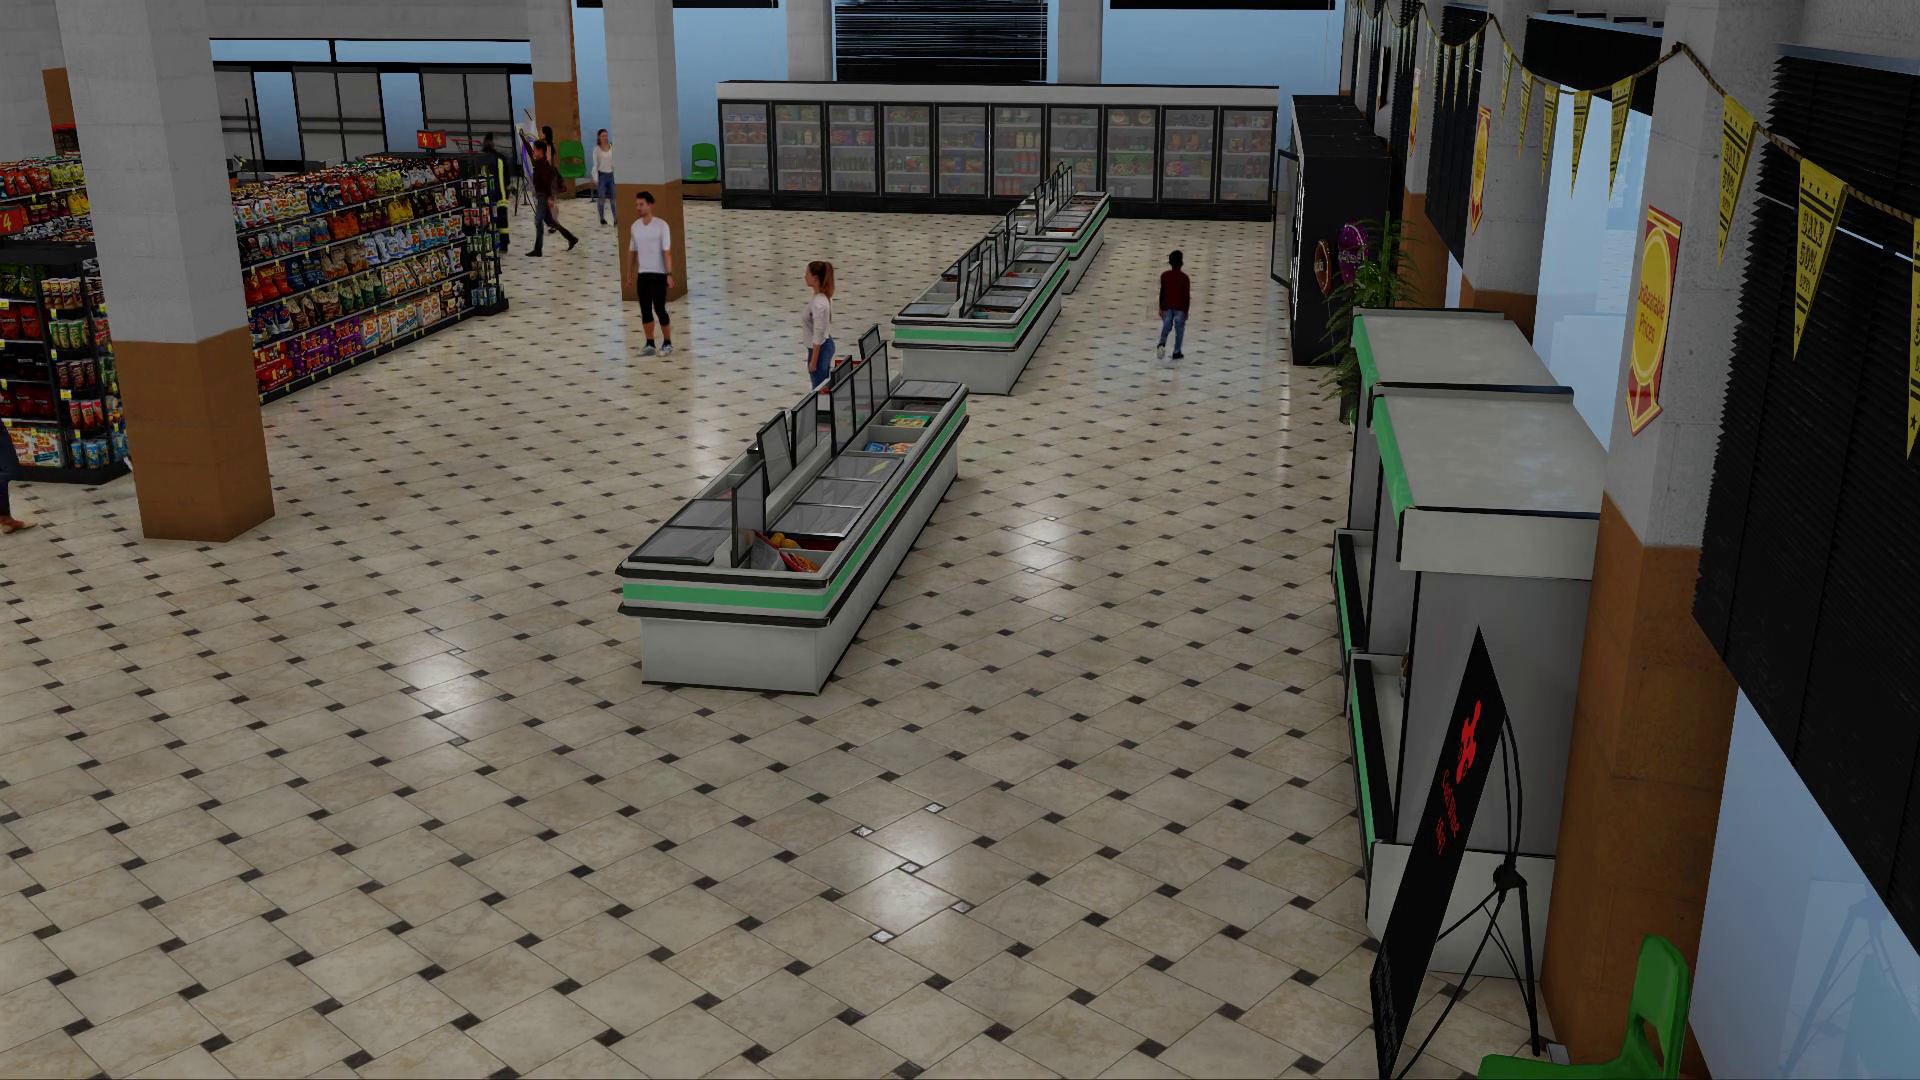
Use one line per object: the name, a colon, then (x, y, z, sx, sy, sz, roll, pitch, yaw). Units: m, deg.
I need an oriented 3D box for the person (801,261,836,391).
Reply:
person: (-1.266, -1.685, 15.150, 0.680, 1.719, 0.480, 2, 19, 6)

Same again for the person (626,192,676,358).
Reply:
person: (-3.489, -3.043, 18.978, 0.781, 1.845, 0.723, 7, 20, 21)

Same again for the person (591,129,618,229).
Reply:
person: (-6.141, -6.200, 28.658, 1.065, 1.643, 1.182, -10, 21, -27)

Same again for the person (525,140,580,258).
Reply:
person: (-6.327, -5.261, 25.701, 1.129, 1.753, 1.145, -9, 21, -25)

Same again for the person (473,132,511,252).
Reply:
person: (-7.296, -5.417, 26.035, 1.169, 1.835, 1.253, -11, 22, -30)

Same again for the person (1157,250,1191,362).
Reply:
person: (2.377, -2.602, 18.612, 0.613, 1.243, 0.754, 10, 21, 26)

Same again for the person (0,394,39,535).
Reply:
person: (-7.489, -0.864, 12.622, 0.833, 1.777, 0.936, 17, 25, 40)

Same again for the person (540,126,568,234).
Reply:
person: (-6.948, -6.104, 28.167, 0.817, 1.775, 0.719, -3, 19, -9)
